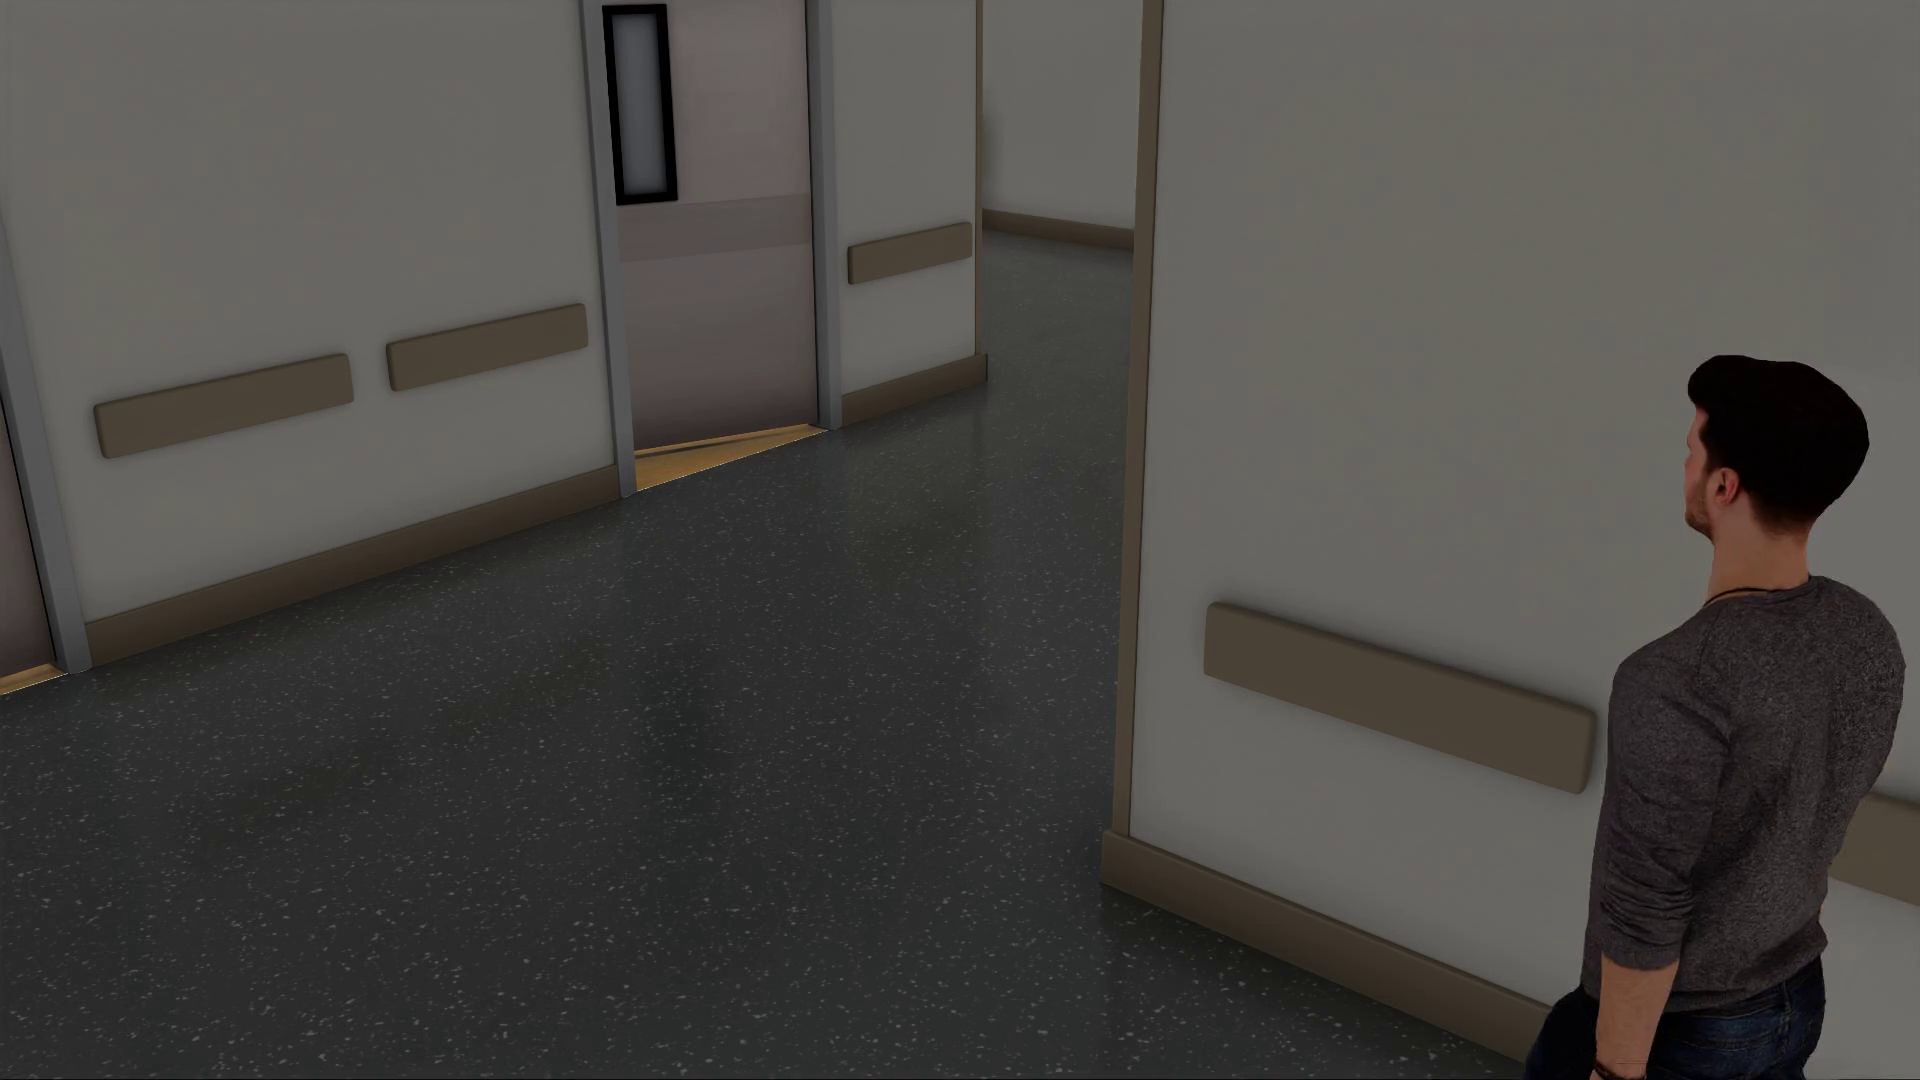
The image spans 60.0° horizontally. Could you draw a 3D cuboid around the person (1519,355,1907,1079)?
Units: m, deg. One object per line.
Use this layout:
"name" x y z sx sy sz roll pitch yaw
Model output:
"person" 1.134 0.720 2.380 1.258 1.861 1.069 -11 23 -27
